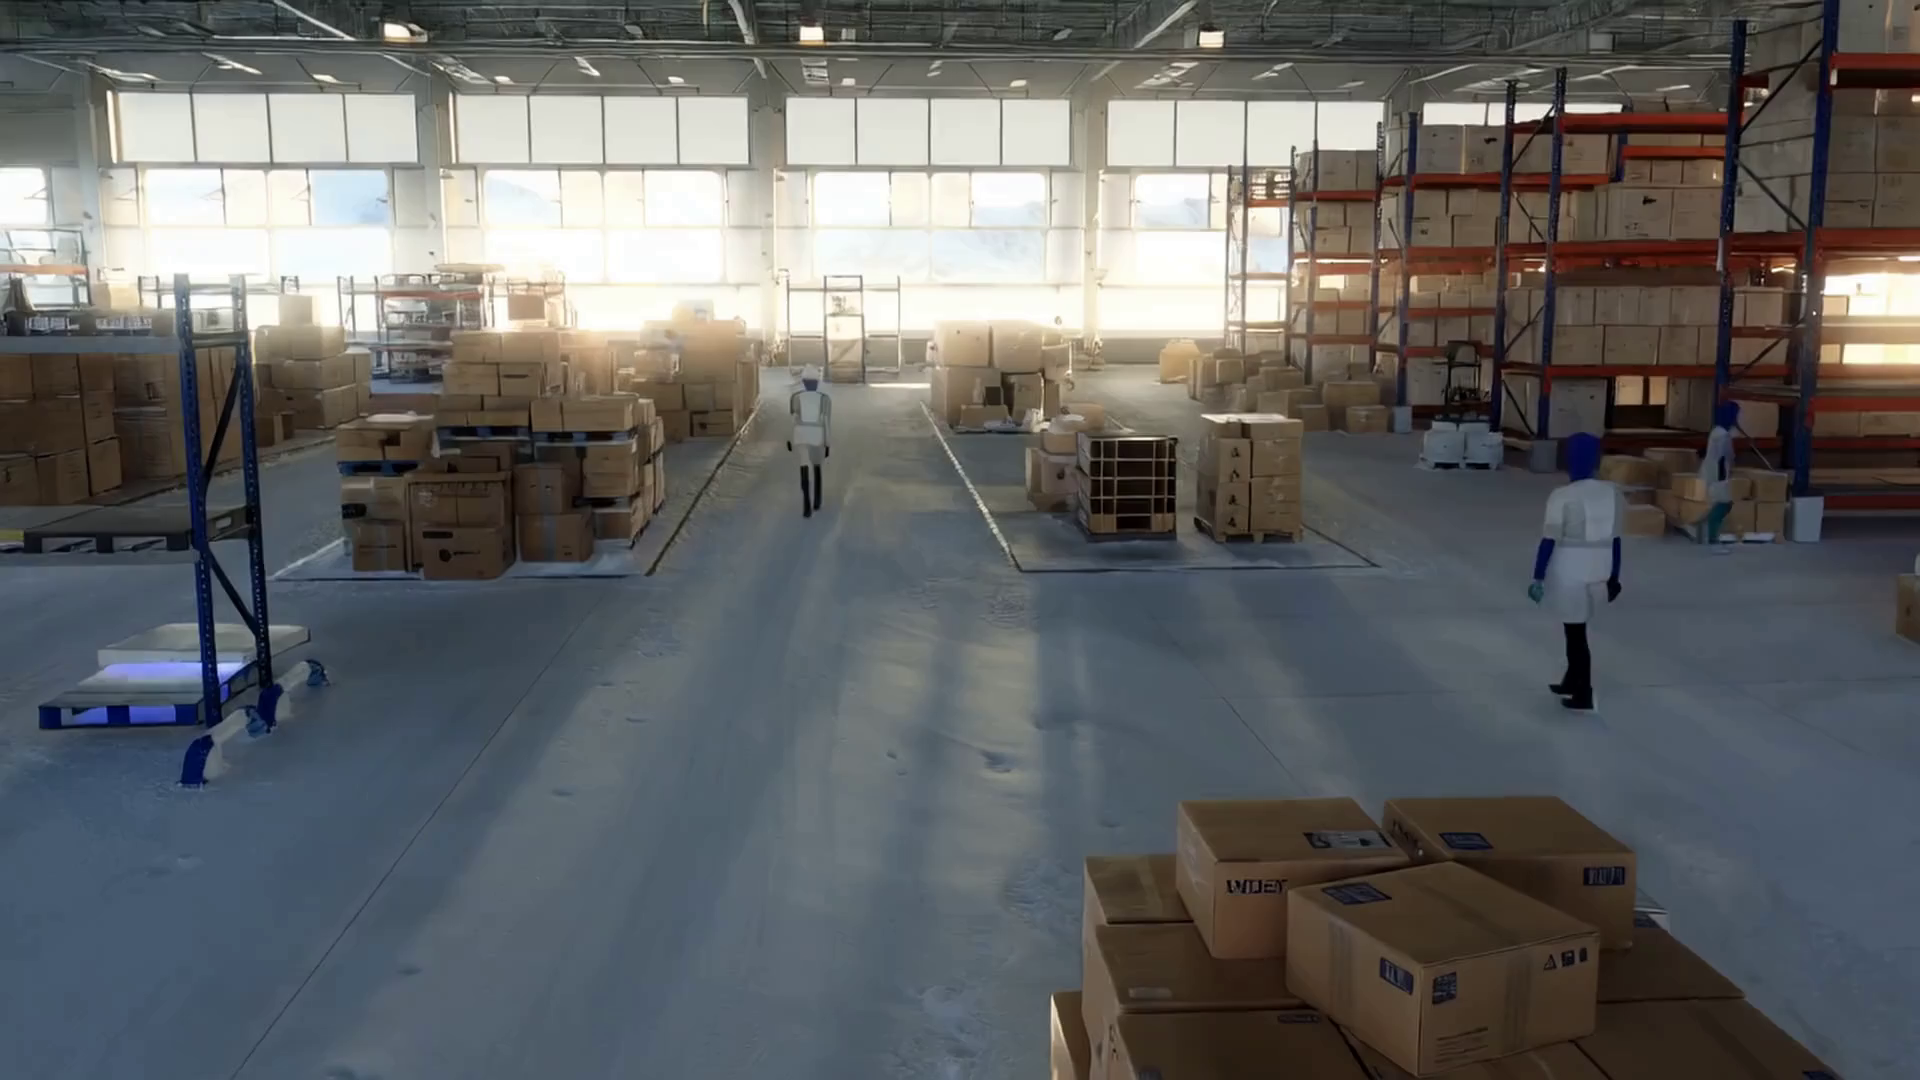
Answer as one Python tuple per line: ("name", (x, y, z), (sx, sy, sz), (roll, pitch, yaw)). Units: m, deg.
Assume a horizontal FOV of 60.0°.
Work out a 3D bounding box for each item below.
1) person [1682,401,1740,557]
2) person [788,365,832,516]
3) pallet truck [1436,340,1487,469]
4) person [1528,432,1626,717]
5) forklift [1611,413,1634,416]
("person", (8.162, -0.668, 17.977), (0.434, 1.681, 0.551), (3, 10, 19))
("person", (-1.901, -1.268, 21.123), (0.552, 1.886, 0.985), (-1, 9, -7))
("pallet truck", (8.004, -2.170, 26.422), (0.823, 1.965, 1.885), (2, 9, 14))
("person", (4.234, 0.219, 11.569), (0.632, 1.937, 0.736), (-4, 10, -24))
("forklift", (13.909, -4.153, 36.108), (1.873, 2.768, 1.129), (8, 12, 40))
